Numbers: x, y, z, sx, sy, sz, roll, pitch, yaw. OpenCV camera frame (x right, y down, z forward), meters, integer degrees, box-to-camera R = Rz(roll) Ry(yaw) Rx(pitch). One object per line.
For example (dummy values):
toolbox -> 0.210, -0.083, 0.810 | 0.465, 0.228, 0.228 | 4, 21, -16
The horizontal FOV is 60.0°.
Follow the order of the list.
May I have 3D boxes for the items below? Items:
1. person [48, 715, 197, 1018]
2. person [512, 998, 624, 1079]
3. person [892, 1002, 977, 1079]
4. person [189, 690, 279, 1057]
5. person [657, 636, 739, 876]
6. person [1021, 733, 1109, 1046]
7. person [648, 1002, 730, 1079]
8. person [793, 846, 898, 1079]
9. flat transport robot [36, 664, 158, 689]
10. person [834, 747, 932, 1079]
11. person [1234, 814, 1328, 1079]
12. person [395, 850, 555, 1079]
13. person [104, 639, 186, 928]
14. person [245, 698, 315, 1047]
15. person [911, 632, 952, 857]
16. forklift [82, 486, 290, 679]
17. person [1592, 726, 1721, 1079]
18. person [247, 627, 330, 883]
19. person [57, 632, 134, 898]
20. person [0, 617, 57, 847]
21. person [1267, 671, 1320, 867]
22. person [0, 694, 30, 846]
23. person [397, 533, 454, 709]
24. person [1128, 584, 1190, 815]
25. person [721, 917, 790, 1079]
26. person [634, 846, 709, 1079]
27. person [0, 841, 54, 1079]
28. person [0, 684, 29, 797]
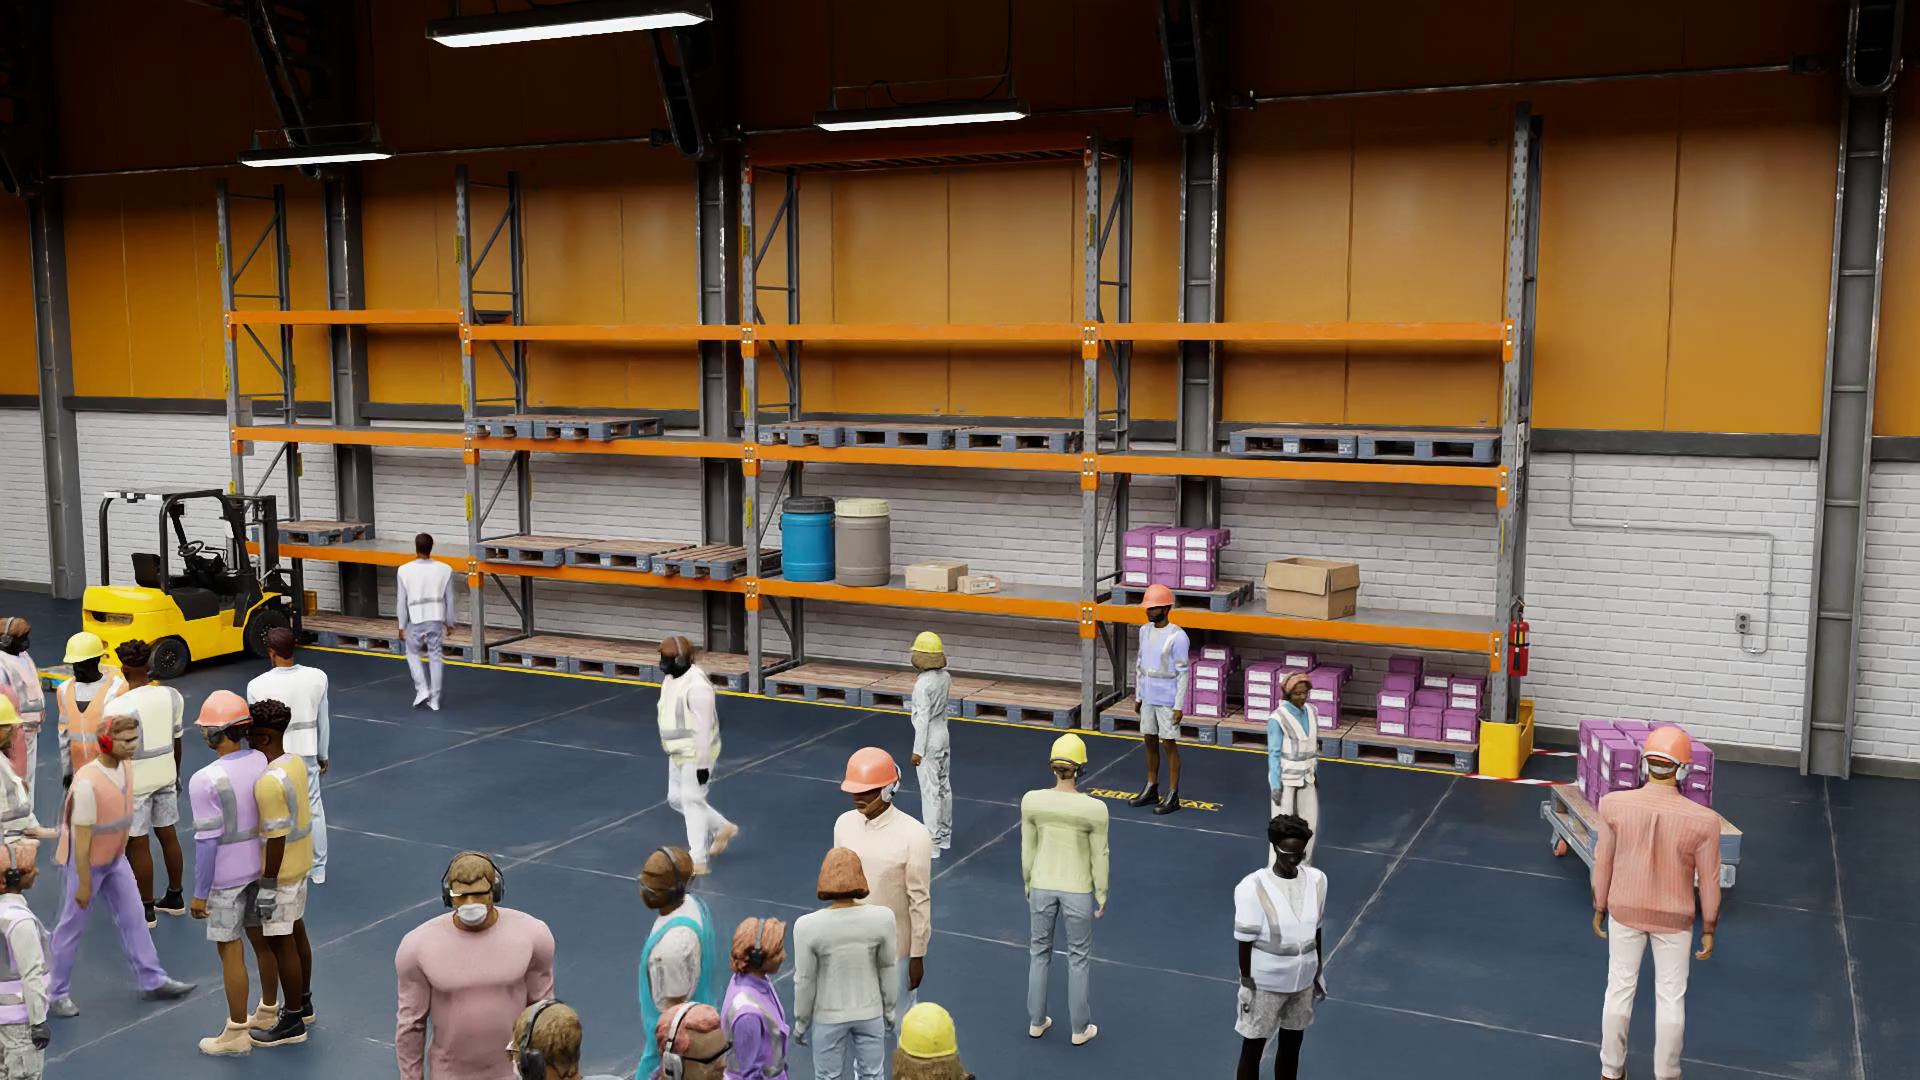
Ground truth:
person -> -5.048, 1.916, 9.826 | 0.820, 1.783, 0.595 | 0, 7, 0
person -> -1.251, 2.393, 5.261 | 0.384, 1.930, 0.634 | 3, 8, 26
person -> -0.091, 2.454, 5.706 | 0.500, 1.702, 0.897 | -2, 7, -18
person -> -4.059, 1.847, 9.284 | 0.376, 2.044, 0.607 | 2, 7, 17
person -> -1.947, 1.589, 12.379 | 0.590, 1.820, 0.640 | -4, 8, -32
person -> 0.598, 1.970, 9.447 | 0.518, 1.756, 0.348 | 2, 7, 19
person -> -0.847, 2.396, 5.313 | 0.403, 1.906, 0.651 | 2, 7, 18
person -> -0.533, 2.234, 7.763 | 0.499, 1.633, 0.278 | -2, 7, -16
flat transport robot -> -9.856, 1.569, 18.844 | 1.431, 0.197, 0.652 | 4, 8, 27
person -> -0.408, 2.000, 8.278 | 0.602, 1.986, 0.400 | 5, 8, 36
person -> 1.573, 2.156, 8.155 | 0.536, 1.694, 0.322 | -3, 8, -25
person -> -1.962, 2.200, 6.794 | 0.635, 1.937, 0.352 | -3, 7, -20
person -> -5.546, 1.641, 11.302 | 0.361, 1.963, 0.618 | 2, 7, 19
person -> -3.872, 1.866, 9.443 | 0.361, 1.964, 0.613 | -1, 7, -9
person -> -0.242, 1.568, 12.820 | 0.295, 1.744, 0.484 | 3, 7, 23
forklift -> -9.426, 0.454, 20.179 | 1.214, 2.155, 2.313 | 3, 8, 26
person -> 3.627, 1.953, 8.679 | 0.626, 1.981, 0.407 | 4, 8, 30
person -> -4.839, 1.578, 12.025 | 0.392, 1.918, 0.589 | 6, 9, 42
person -> -6.164, 1.599, 11.873 | 0.581, 1.919, 0.393 | 1, 7, 8
person -> -7.382, 1.506, 13.001 | 0.429, 1.831, 0.631 | -1, 7, -10
person -> 2.380, 1.735, 11.914 | 0.527, 1.628, 0.319 | -6, 9, -40
person -> -5.928, 1.847, 10.211 | 0.403, 1.821, 0.601 | -4, 8, -31
person -> -5.738, 0.876, 17.886 | 0.617, 1.900, 0.455 | -4, 8, -32
person -> 1.663, 1.330, 13.990 | 0.360, 1.936, 0.552 | -5, 9, -37
person -> -0.850, 2.345, 6.860 | 0.320, 1.631, 0.523 | -1, 7, -5
person -> -1.250, 2.202, 7.333 | 0.730, 1.807, 0.541 | 0, 7, 2
person -> -4.429, 2.227, 7.809 | 0.522, 1.636, 0.310 | 6, 9, 39
person -> -6.783, 1.669, 11.466 | 0.981, 1.882, 0.639 | 7, 10, 45
